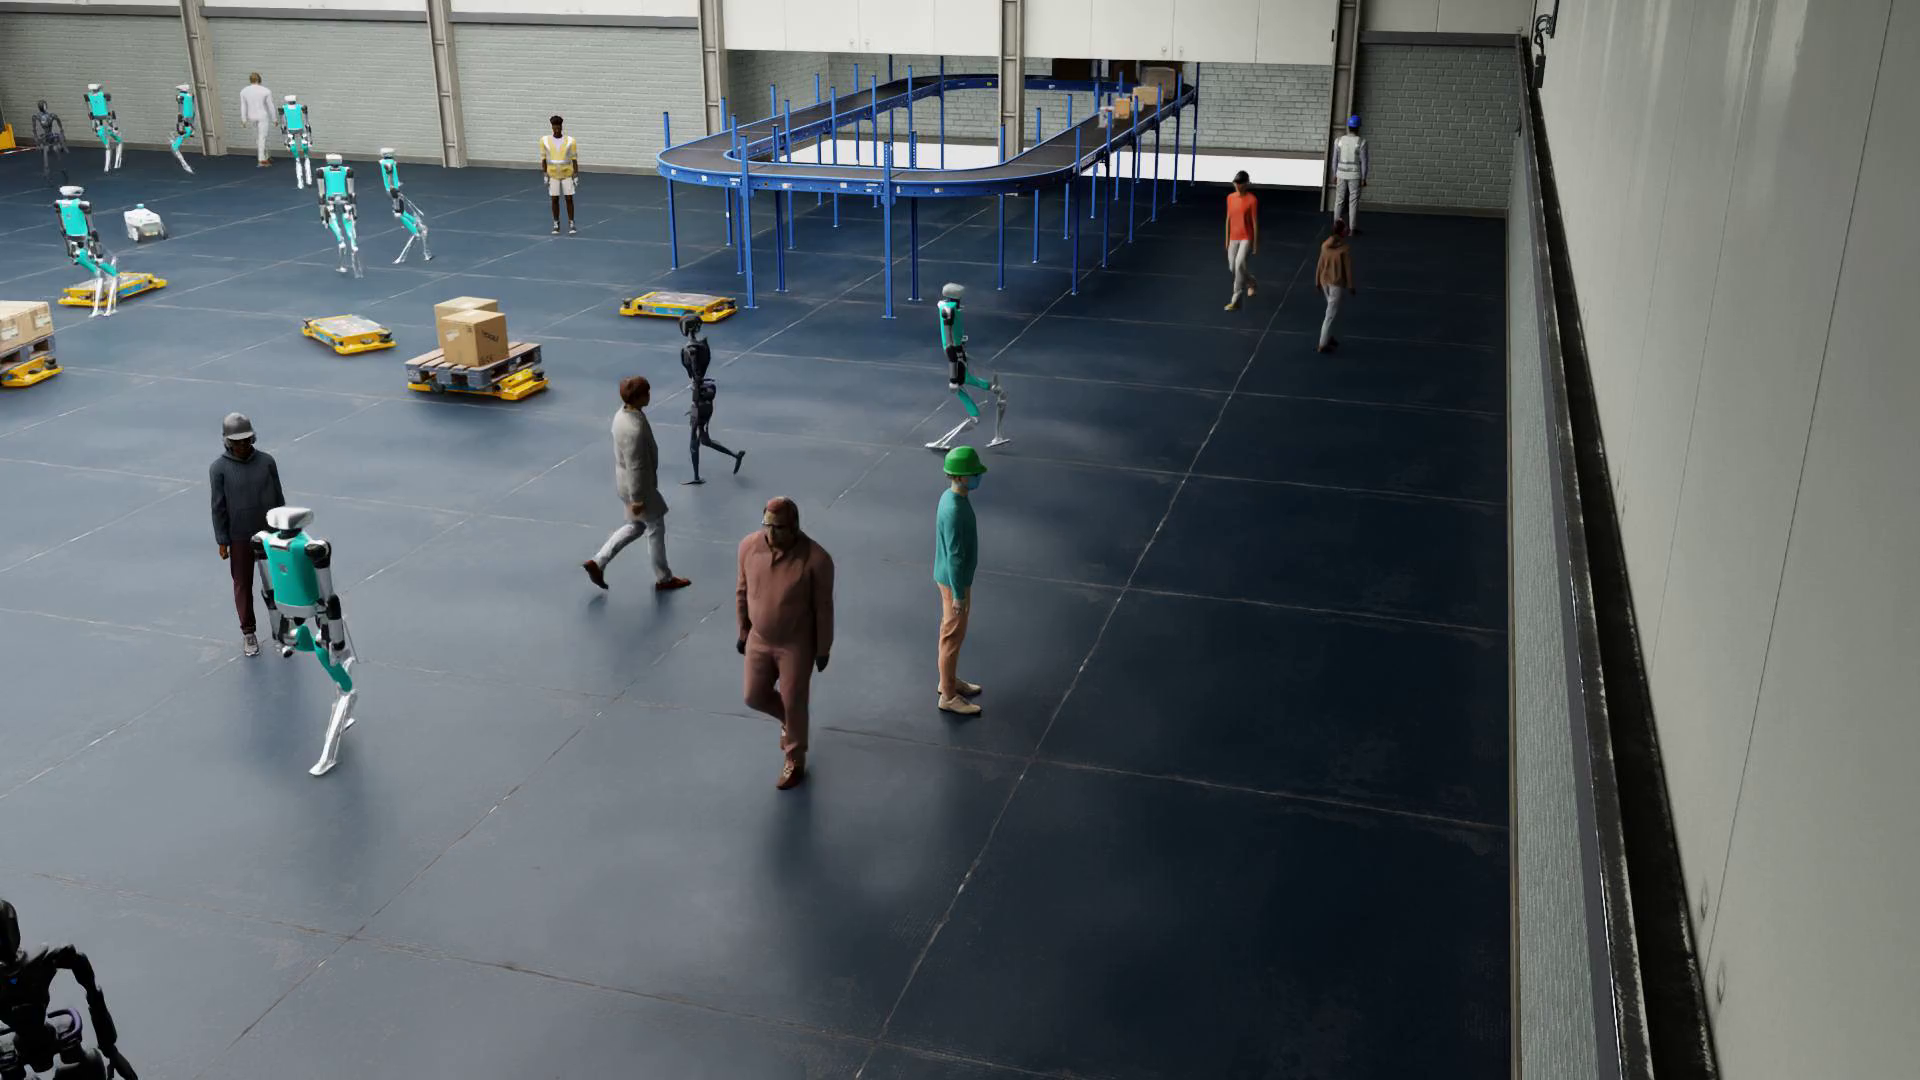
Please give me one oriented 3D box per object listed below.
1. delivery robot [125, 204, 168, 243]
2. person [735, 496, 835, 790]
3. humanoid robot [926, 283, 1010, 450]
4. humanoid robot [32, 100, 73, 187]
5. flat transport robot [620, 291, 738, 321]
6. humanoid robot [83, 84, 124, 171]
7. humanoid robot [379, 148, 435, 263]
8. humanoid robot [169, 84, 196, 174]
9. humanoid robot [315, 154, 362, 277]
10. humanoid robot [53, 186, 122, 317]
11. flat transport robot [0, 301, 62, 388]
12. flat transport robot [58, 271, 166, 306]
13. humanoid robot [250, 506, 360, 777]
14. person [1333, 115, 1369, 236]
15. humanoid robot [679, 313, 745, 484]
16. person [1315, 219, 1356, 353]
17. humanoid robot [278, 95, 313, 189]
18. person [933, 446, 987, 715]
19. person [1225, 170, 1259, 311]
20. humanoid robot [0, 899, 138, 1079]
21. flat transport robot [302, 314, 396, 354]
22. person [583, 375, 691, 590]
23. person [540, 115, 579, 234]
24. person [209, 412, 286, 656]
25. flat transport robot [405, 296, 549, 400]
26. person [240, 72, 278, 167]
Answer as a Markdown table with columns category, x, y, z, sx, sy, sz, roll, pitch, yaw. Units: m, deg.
| category | x | y | z | sx | sy | sz | roll | pitch | yaw |
| --- | --- | --- | --- | --- | --- | --- | --- | --- | --- |
| delivery robot | -13.366 | -5.191 | 27.231 | 0.760 | 0.586 | 0.499 | 20 | 29 | 41 |
| person | -1.086 | 0.602 | 10.360 | 0.660 | 1.889 | 0.499 | 8 | 23 | 20 |
| humanoid robot | 0.168 | -1.670 | 16.522 | 1.034 | 1.759 | 0.544 | 2 | 21 | 5 |
| humanoid robot | -17.524 | -7.635 | 32.065 | 0.590 | 1.647 | 0.648 | -4 | 21 | -10 |
| flat transport robot | -3.764 | -3.128 | 22.290 | 1.431 | 0.231 | 0.659 | 7 | 22 | 18 |
| humanoid robot | -17.419 | -8.435 | 34.038 | 0.550 | 1.808 | 0.708 | 0 | 21 | 0 |
| humanoid robot | -8.349 | -5.075 | 25.405 | 0.818 | 1.827 | 0.561 | -7 | 22 | -18 |
| humanoid robot | -15.809 | -8.300 | 33.649 | 0.756 | 1.783 | 0.537 | 2 | 21 | 5 |
| humanoid robot | -9.036 | -4.645 | 24.350 | 0.560 | 1.909 | 0.722 | -12 | 24 | -28 |
| humanoid robot | -11.479 | -3.840 | 22.045 | 0.537 | 1.755 | 0.721 | 6 | 22 | 15 |
| flat transport robot | -11.281 | -1.967 | 19.281 | 1.431 | 0.231 | 0.659 | 2 | 21 | 5 |
| flat transport robot | -11.875 | -3.520 | 23.307 | 0.659 | 0.231 | 1.431 | 4 | 21 | 10 |
| humanoid robot | -4.083 | 0.572 | 10.657 | 0.543 | 1.767 | 0.919 | 6 | 22 | 15 |
| person | 6.426 | -6.000 | 27.408 | 0.603 | 1.948 | 0.381 | 14 | 25 | 33 |
| humanoid robot | -2.375 | -1.326 | 15.692 | 0.637 | 1.634 | 0.615 | -2 | 21 | -5 |
| person | 4.631 | -3.117 | 20.354 | 0.579 | 1.629 | 0.483 | -15 | 26 | -34 |
| humanoid robot | -12.733 | -7.677 | 32.021 | 0.536 | 1.781 | 0.698 | -6 | 22 | -16 |
| person | 0.001 | 0.258 | 11.278 | 0.361 | 1.872 | 0.530 | 0 | 21 | 1 |
| person | 3.866 | -4.094 | 22.572 | 0.491 | 1.885 | 0.786 | 18 | 27 | 38 |
| humanoid robot | -3.717 | 2.114 | 6.761 | 0.608 | 1.640 | 0.555 | -13 | 25 | -31 |
| flat transport robot | -7.696 | -2.596 | 20.910 | 0.659 | 0.231 | 1.431 | -17 | 27 | -37 |
| person | -2.596 | -0.422 | 13.138 | 0.767 | 1.811 | 0.513 | -8 | 23 | -21 |
| person | -6.610 | -6.042 | 27.525 | 0.600 | 1.949 | 0.409 | -3 | 21 | -8 |
| person | -5.191 | -0.067 | 12.203 | 0.536 | 1.813 | 0.368 | -17 | 27 | -37 |
| flat transport robot | -5.474 | -1.822 | 18.903 | 1.431 | 0.231 | 0.659 | 7 | 22 | 17 |
| person | -14.623 | -8.780 | 34.727 | 0.658 | 1.888 | 0.976 | -1 | 21 | -2 |
